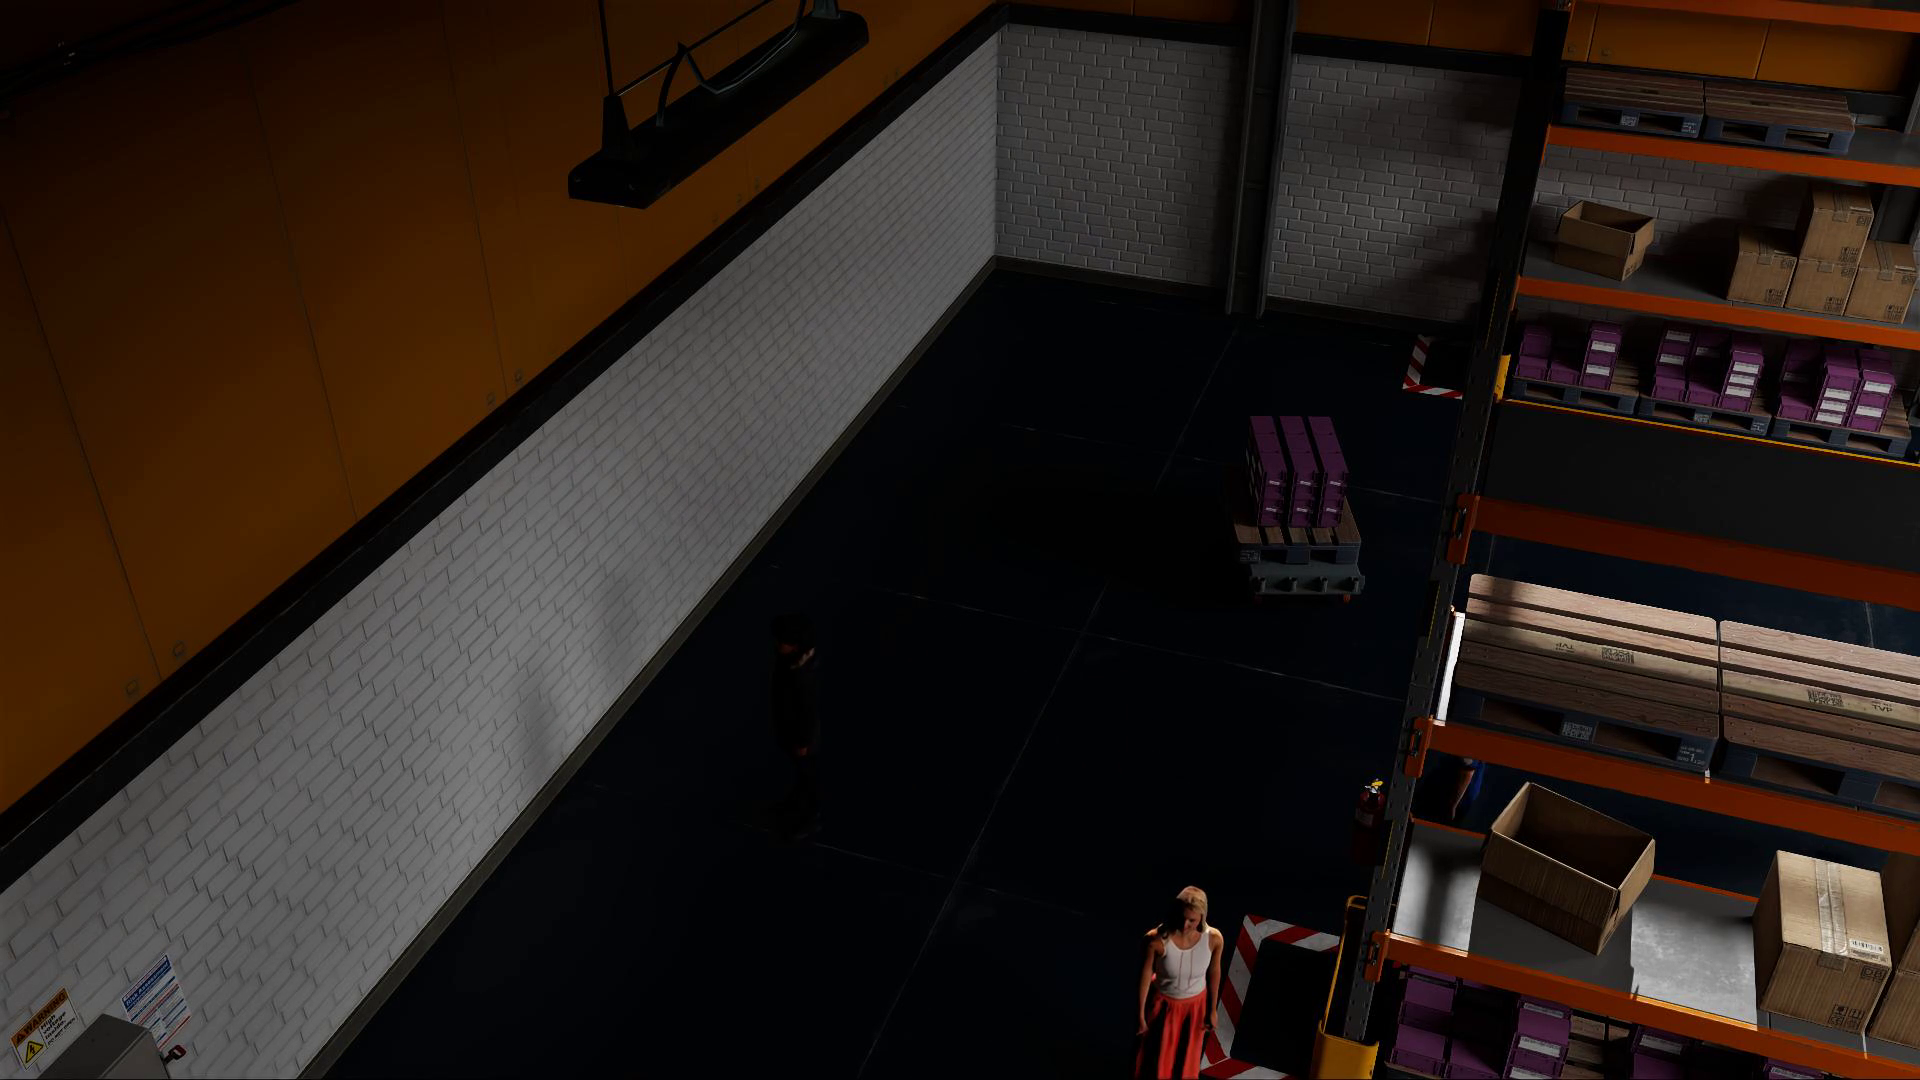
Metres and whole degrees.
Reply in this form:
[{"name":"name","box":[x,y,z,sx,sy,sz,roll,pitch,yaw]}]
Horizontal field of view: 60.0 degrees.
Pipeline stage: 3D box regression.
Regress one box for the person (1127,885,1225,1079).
[{"name":"person","box":[1.178,2.548,9.118,0.667,1.803,0.780,-2,34,-3]}]

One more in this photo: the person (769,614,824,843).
[{"name":"person","box":[-1.073,1.223,11.130,0.785,1.781,0.736,-11,35,-16]}]
